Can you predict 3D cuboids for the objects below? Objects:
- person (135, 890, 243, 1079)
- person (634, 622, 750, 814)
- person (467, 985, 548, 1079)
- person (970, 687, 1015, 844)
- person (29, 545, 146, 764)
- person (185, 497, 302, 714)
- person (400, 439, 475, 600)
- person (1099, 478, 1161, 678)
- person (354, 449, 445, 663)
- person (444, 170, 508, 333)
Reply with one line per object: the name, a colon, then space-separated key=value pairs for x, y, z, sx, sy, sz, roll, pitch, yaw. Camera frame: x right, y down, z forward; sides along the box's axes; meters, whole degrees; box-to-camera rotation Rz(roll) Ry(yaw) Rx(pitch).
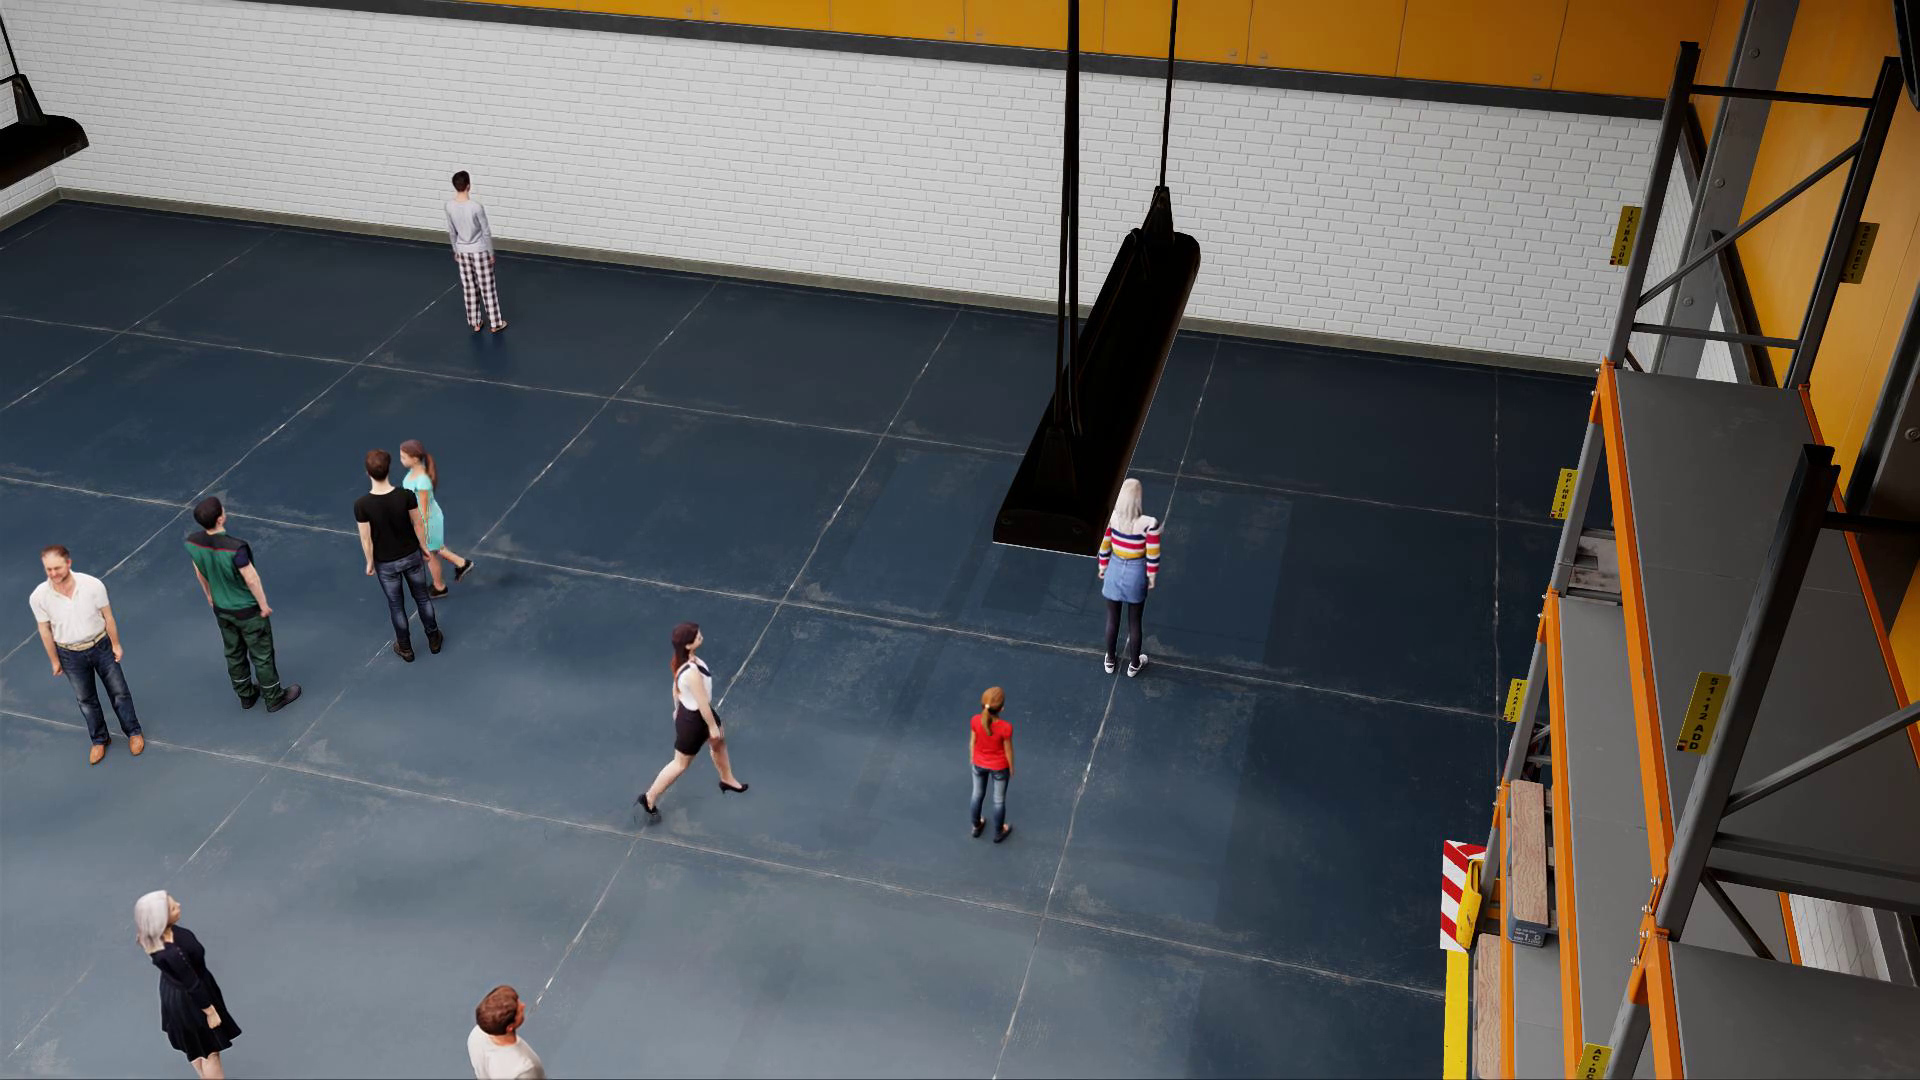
person: x=-4.452 y=2.677 z=9.648 sx=0.697 sy=1.746 sz=0.713 roll=27 pitch=42 yaw=34
person: x=-1.970 y=1.319 z=11.812 sx=1.043 sy=1.613 sz=1.062 roll=-13 pitch=36 yaw=-19
person: x=-2.342 y=3.087 z=8.889 sx=0.752 sy=1.904 sz=0.728 roll=25 pitch=41 yaw=32
person: x=0.212 y=1.578 z=11.696 sx=0.494 sy=1.308 sz=0.495 roll=12 pitch=35 yaw=17
person: x=-6.493 y=0.801 z=12.371 sx=0.754 sy=1.856 sz=0.776 roll=-12 pitch=35 yaw=-17
person: x=-5.558 y=0.493 z=12.793 sx=0.673 sy=1.901 sz=0.547 roll=9 pitch=35 yaw=13
person: x=-4.446 y=-0.180 z=14.122 sx=0.817 sy=1.552 sz=0.788 roll=-11 pitch=35 yaw=-16
person: x=1.317 y=0.291 z=13.181 sx=0.671 sy=1.808 sz=0.553 roll=12 pitch=35 yaw=17
person: x=-4.506 y=0.132 z=13.340 sx=0.751 sy=1.897 sz=0.805 roll=-17 pitch=37 yaw=-24
person: x=-5.373 y=-3.173 z=18.357 sx=0.640 sy=1.847 sz=0.559 roll=6 pitch=34 yaw=9
